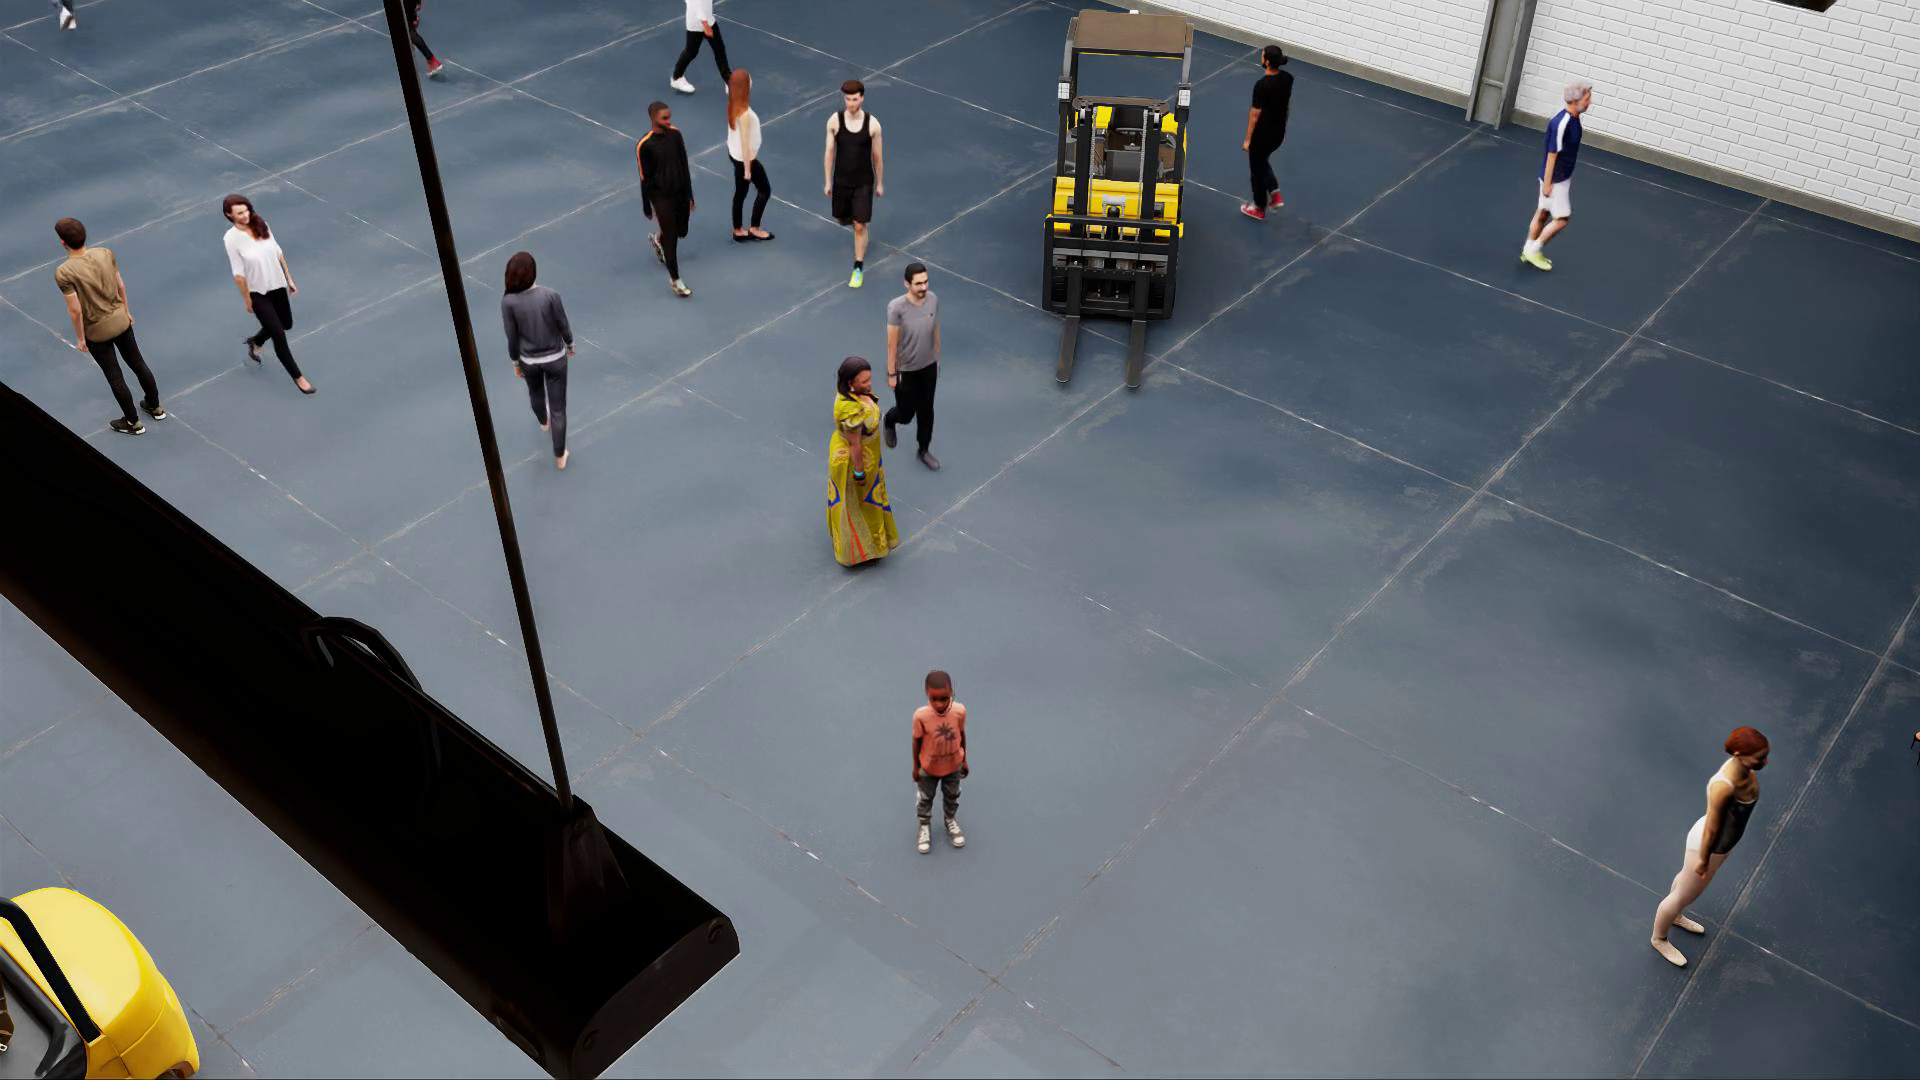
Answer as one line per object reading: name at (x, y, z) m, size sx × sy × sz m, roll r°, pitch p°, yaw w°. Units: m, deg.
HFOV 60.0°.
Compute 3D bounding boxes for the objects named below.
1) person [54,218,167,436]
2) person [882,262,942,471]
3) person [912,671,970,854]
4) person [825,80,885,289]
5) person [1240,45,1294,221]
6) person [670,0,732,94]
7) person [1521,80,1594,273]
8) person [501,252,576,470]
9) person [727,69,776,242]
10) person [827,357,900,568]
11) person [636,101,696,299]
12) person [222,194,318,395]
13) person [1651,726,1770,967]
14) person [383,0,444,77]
person at (-6.712, -1.688, 13.073) m, size 0.636 × 1.852 × 0.705 m, roll 18°, pitch 42°, yaw 22°
person at (-0.395, -1.367, 12.757) m, size 0.764 × 1.747 × 0.908 m, roll -23°, pitch 44°, yaw -26°
person at (-0.123, 1.281, 9.790) m, size 0.568 × 1.311 × 0.614 m, roll -7°, pitch 39°, yaw -9°
person at (-0.952, -3.285, 15.058) m, size 1.141 × 1.872 × 1.089 m, roll 5°, pitch 39°, yaw 6°
person at (2.981, -3.834, 15.847) m, size 0.639 × 1.744 × 0.678 m, roll -31°, pitch 48°, yaw -33°
person at (-2.917, -5.698, 18.164) m, size 1.234 × 1.766 × 0.968 m, roll 9°, pitch 39°, yaw 11°
person at (5.348, -3.336, 15.154) m, size 0.683 × 1.831 × 0.706 m, roll 19°, pitch 42°, yaw 22°
person at (-3.189, -1.330, 12.719) m, size 1.012 × 1.734 × 1.078 m, roll -3°, pitch 39°, yaw -4°
person at (-2.088, -3.543, 15.513) m, size 0.752 × 1.707 × 0.661 m, roll -17°, pitch 42°, yaw -20°
person at (-0.743, -0.583, 11.846) m, size 1.052 × 1.658 × 0.998 m, roll -3°, pitch 39°, yaw -3°
person at (-2.660, -3.102, 14.898) m, size 0.682 × 1.787 × 1.030 m, roll -29°, pitch 47°, yaw -31°
person at (-5.719, -2.022, 13.555) m, size 1.082 × 1.773 × 0.791 m, roll 16°, pitch 41°, yaw 20°
person at (4.096, 1.638, 9.076) m, size 0.469 × 1.644 × 0.537 m, roll 28°, pitch 46°, yaw 30°
person at (-6.182, -6.006, 18.648) m, size 1.081 × 1.643 × 0.679 m, roll 22°, pitch 44°, yaw 25°
